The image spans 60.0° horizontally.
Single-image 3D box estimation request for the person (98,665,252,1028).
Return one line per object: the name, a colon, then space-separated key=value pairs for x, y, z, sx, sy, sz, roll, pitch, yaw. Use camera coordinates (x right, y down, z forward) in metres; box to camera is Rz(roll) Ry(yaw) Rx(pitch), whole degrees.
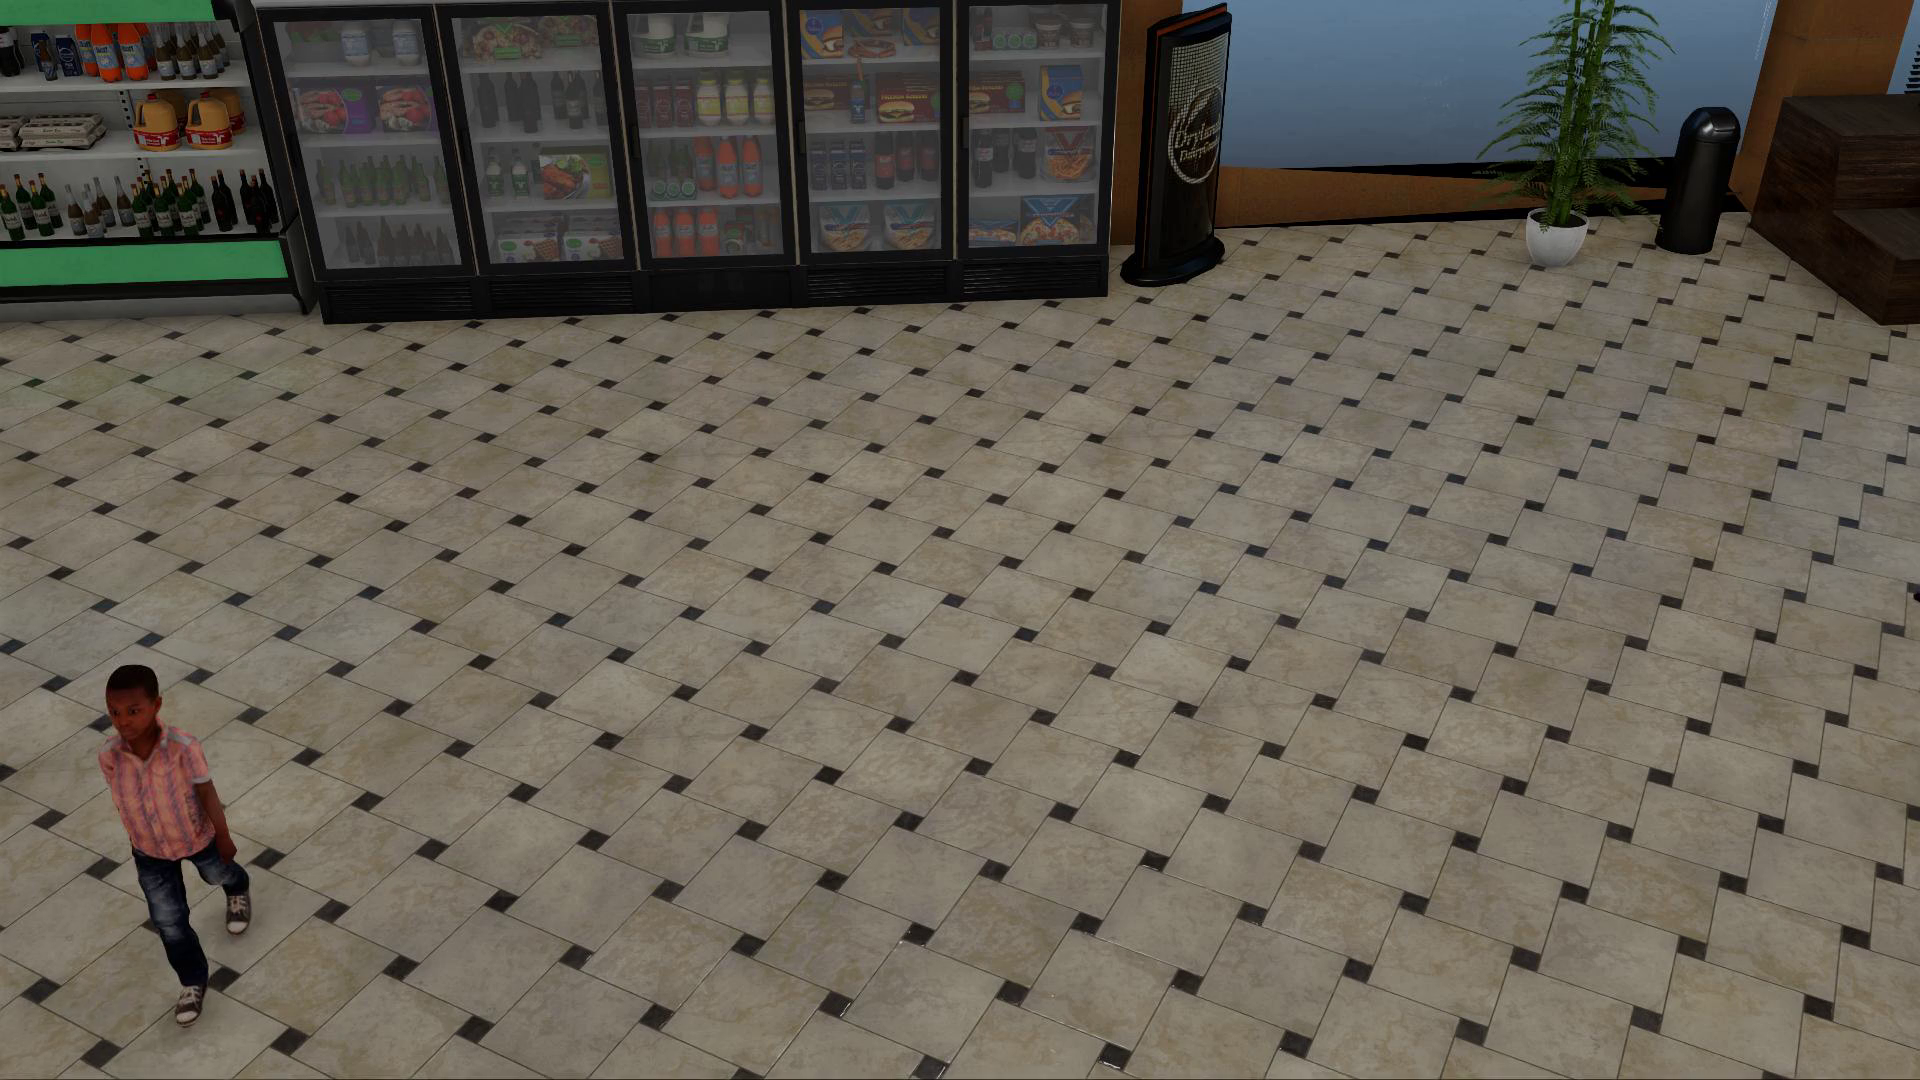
person: x=-2.674 y=0.958 z=5.719 sx=0.839 sy=1.292 sz=0.610 roll=-5 pitch=32 yaw=-8
